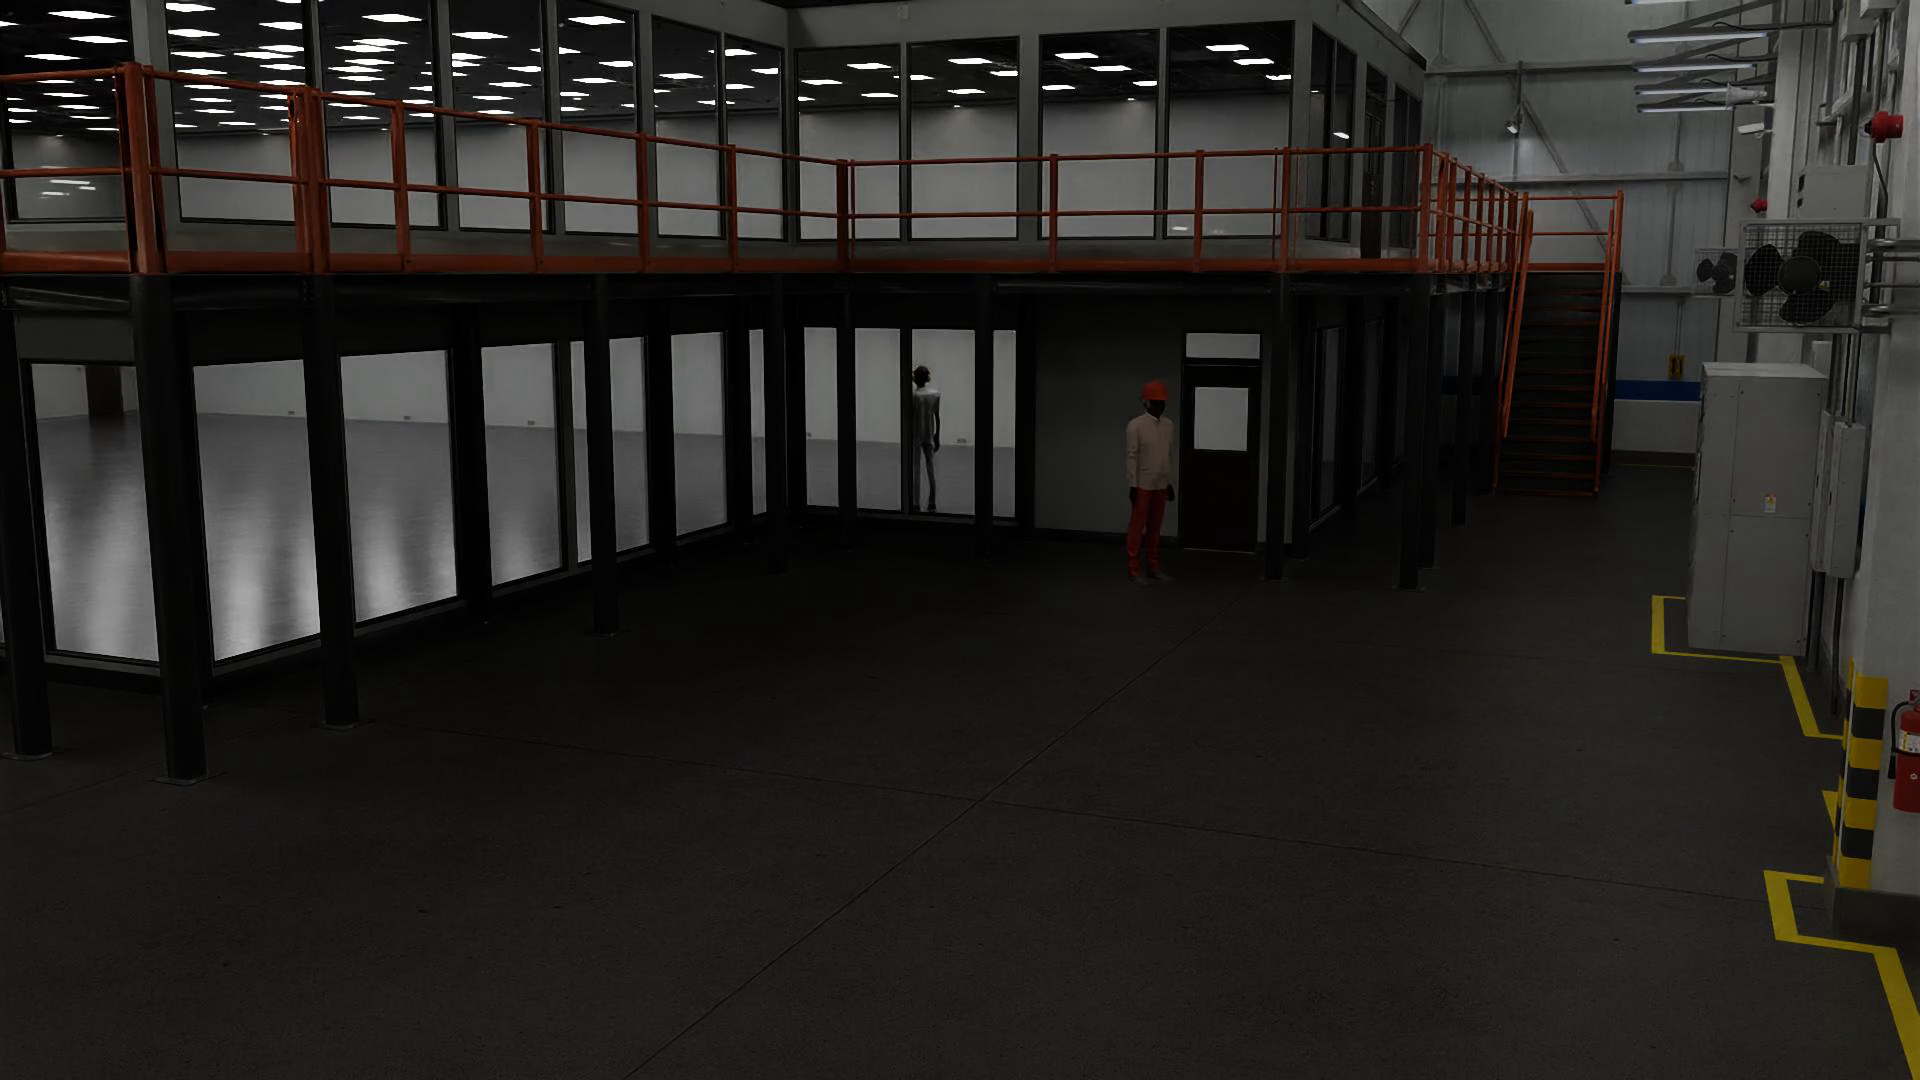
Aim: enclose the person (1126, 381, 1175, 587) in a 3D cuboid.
[{"bbox_3d":[1.863,-0.549,16.175,0.610,1.996,0.386,-7,12,-39],"label":"person"}]
